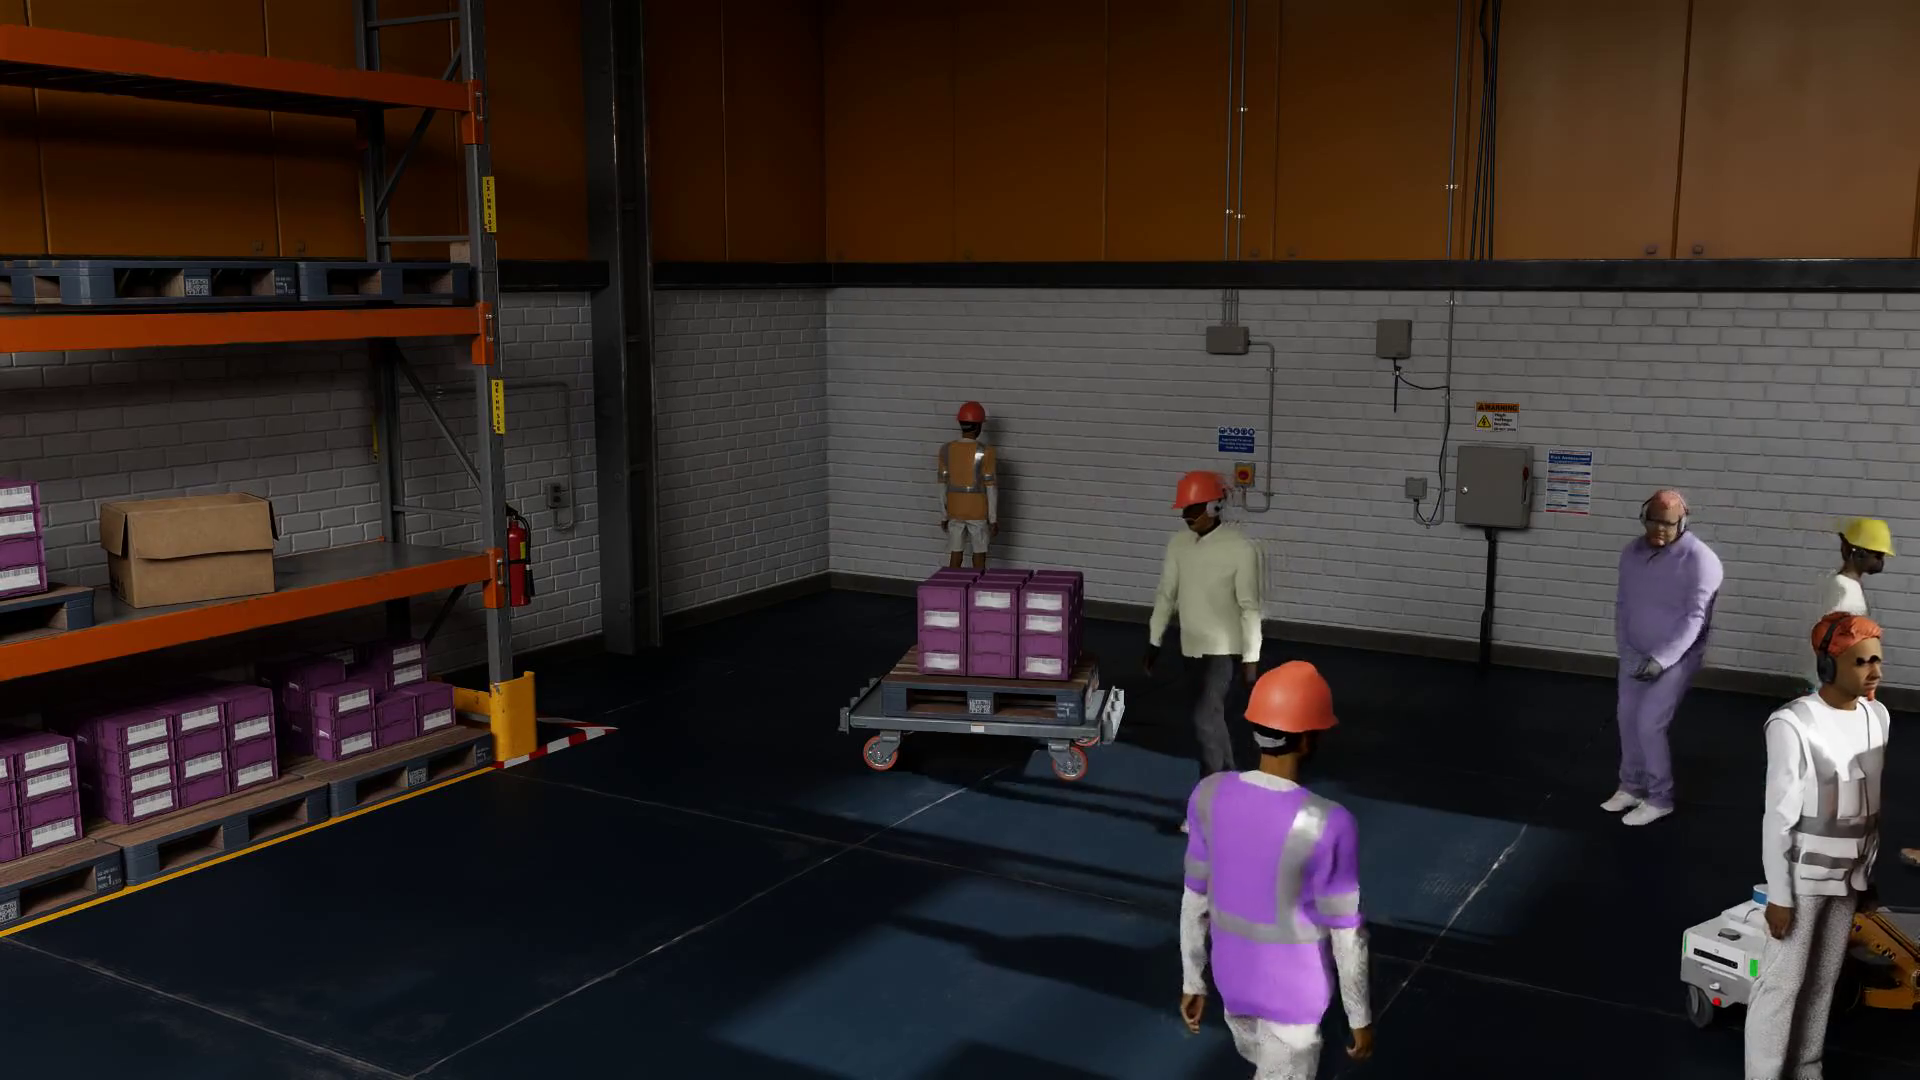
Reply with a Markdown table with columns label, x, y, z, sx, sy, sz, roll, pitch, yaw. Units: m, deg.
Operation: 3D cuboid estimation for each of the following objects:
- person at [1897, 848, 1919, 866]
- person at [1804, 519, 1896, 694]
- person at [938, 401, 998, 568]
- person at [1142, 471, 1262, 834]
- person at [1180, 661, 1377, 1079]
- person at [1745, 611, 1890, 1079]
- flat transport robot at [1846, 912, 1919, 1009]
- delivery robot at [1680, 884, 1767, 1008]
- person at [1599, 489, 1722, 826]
| label | x | y | z | sx | sy | sz | roll | pitch | yaw |
| --- | --- | --- | --- | --- | --- | --- | --- | --- | --- |
| person | 5.235 | 0.741 | 8.130 | 0.908 | 2.017 | 0.619 | 5 | 11 | 31 |
| person | 4.714 | 0.754 | 8.825 | 0.576 | 1.734 | 0.544 | 6 | 11 | 34 |
| person | 0.087 | -0.231 | 14.386 | 0.551 | 1.935 | 0.375 | 4 | 10 | 25 |
| person | 1.300 | 0.606 | 9.066 | 0.710 | 1.962 | 0.613 | -6 | 11 | -34 |
| person | 0.950 | 1.298 | 4.891 | 0.500 | 1.916 | 0.557 | -8 | 12 | -40 |
| person | 2.985 | 1.177 | 5.766 | 0.575 | 1.882 | 0.361 | -5 | 10 | -29 |
| flat transport robot | 4.420 | 1.777 | 7.036 | 1.431 | 0.197 | 0.652 | 1 | 9 | 6 |
| delivery robot | 3.246 | 1.639 | 6.725 | 0.707 | 0.478 | 0.477 | -6 | 11 | -35 |
| person | 3.784 | 0.650 | 9.096 | 0.509 | 1.871 | 0.663 | -4 | 10 | -25 |
